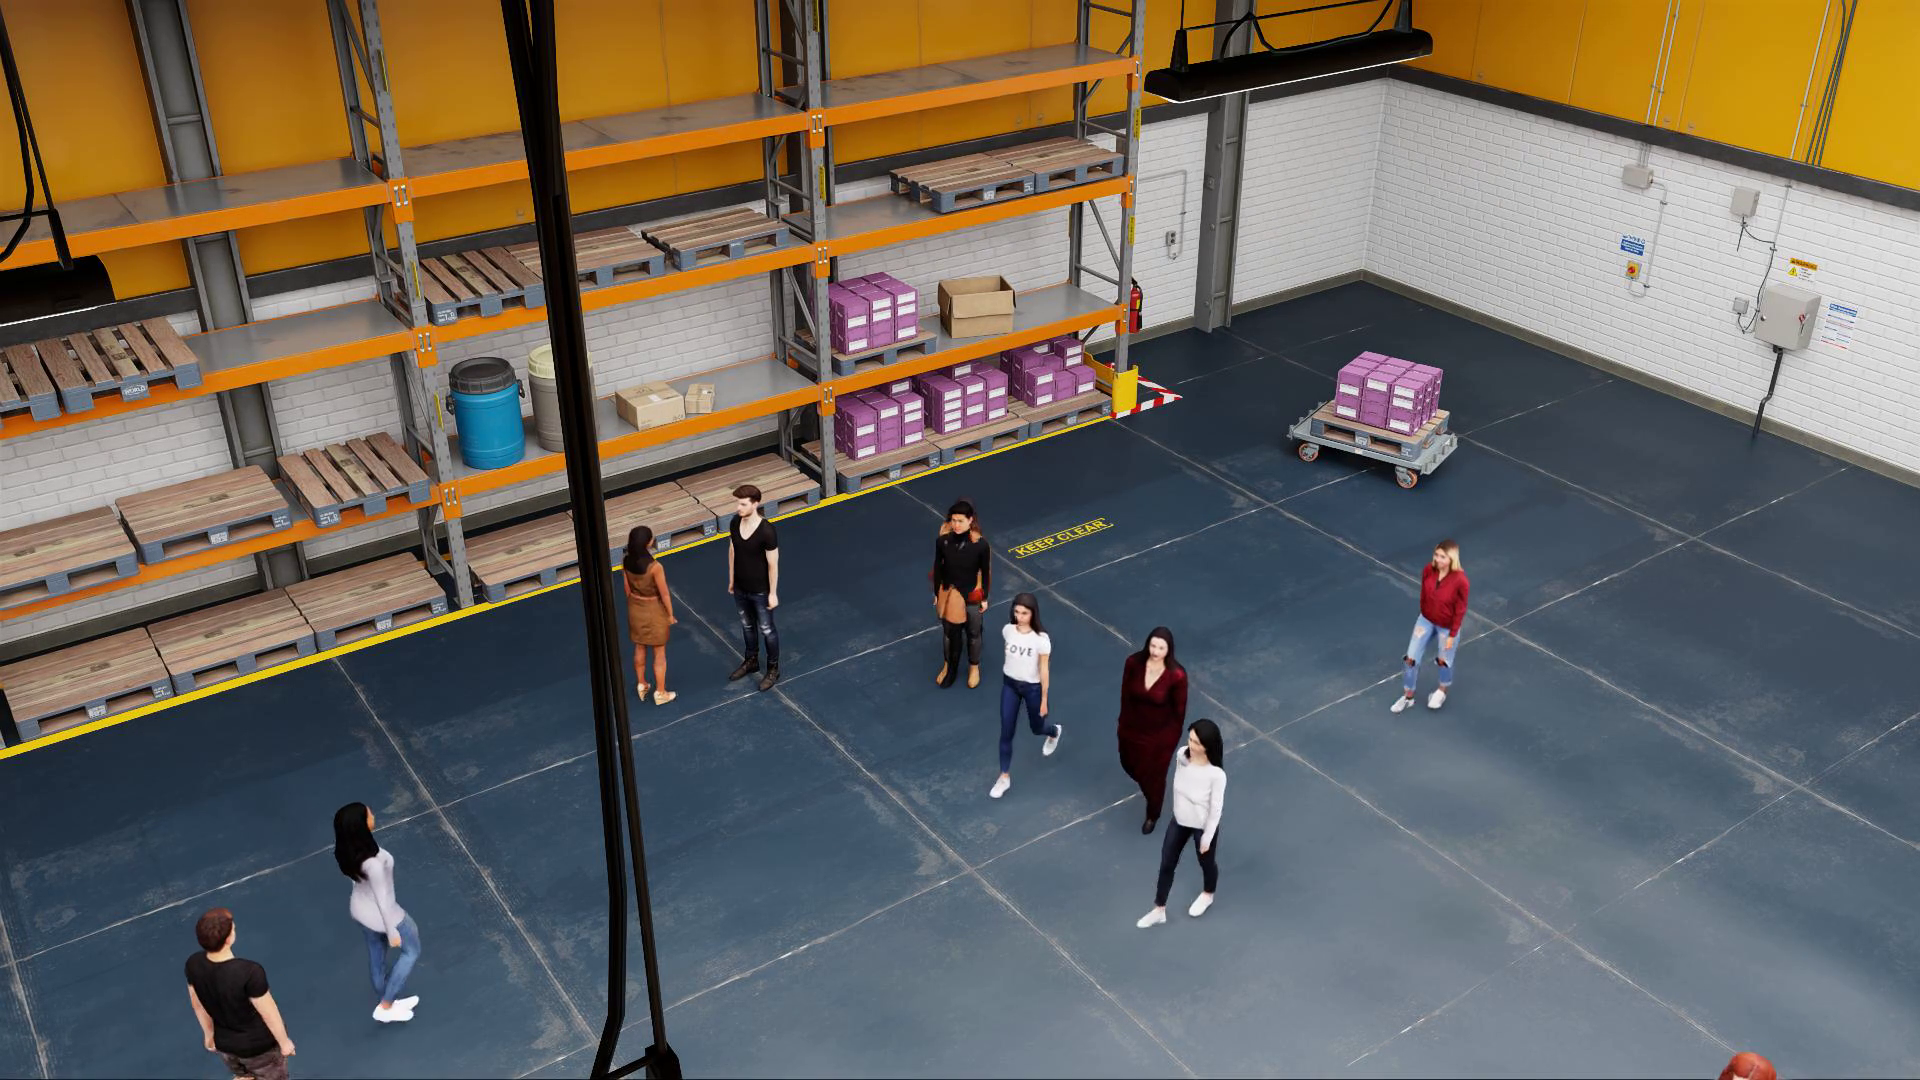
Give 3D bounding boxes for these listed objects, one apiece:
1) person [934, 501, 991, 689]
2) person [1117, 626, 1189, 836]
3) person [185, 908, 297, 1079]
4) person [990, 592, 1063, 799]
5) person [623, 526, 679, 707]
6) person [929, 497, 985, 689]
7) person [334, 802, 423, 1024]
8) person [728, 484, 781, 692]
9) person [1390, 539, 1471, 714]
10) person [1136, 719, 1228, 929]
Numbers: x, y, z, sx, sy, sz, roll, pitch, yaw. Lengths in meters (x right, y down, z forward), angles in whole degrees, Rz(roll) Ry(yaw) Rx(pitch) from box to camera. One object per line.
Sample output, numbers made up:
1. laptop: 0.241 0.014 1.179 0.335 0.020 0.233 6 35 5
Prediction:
1. person: 0.014 0.447 14.238 0.719 1.723 0.759 7 29 13
2. person: 1.461 1.370 12.531 0.882 1.737 1.001 14 32 25
3. person: -4.169 2.916 9.581 0.964 1.847 1.052 8 30 14
4. person: 0.552 1.146 12.936 0.914 1.741 1.192 16 33 27
5. person: -2.624 0.628 13.944 0.652 1.686 0.645 12 31 21
6. person: 0.001 0.397 14.347 0.842 1.704 1.023 22 35 34
7. person: -3.790 2.439 10.579 0.691 1.727 0.691 23 36 36
8. person: -1.750 0.377 14.184 0.754 1.896 0.713 17 33 29
9. person: 4.051 0.690 13.907 0.702 1.612 0.850 23 36 36
10. person: 1.704 1.932 11.561 0.925 1.679 0.688 -24 37 -37
